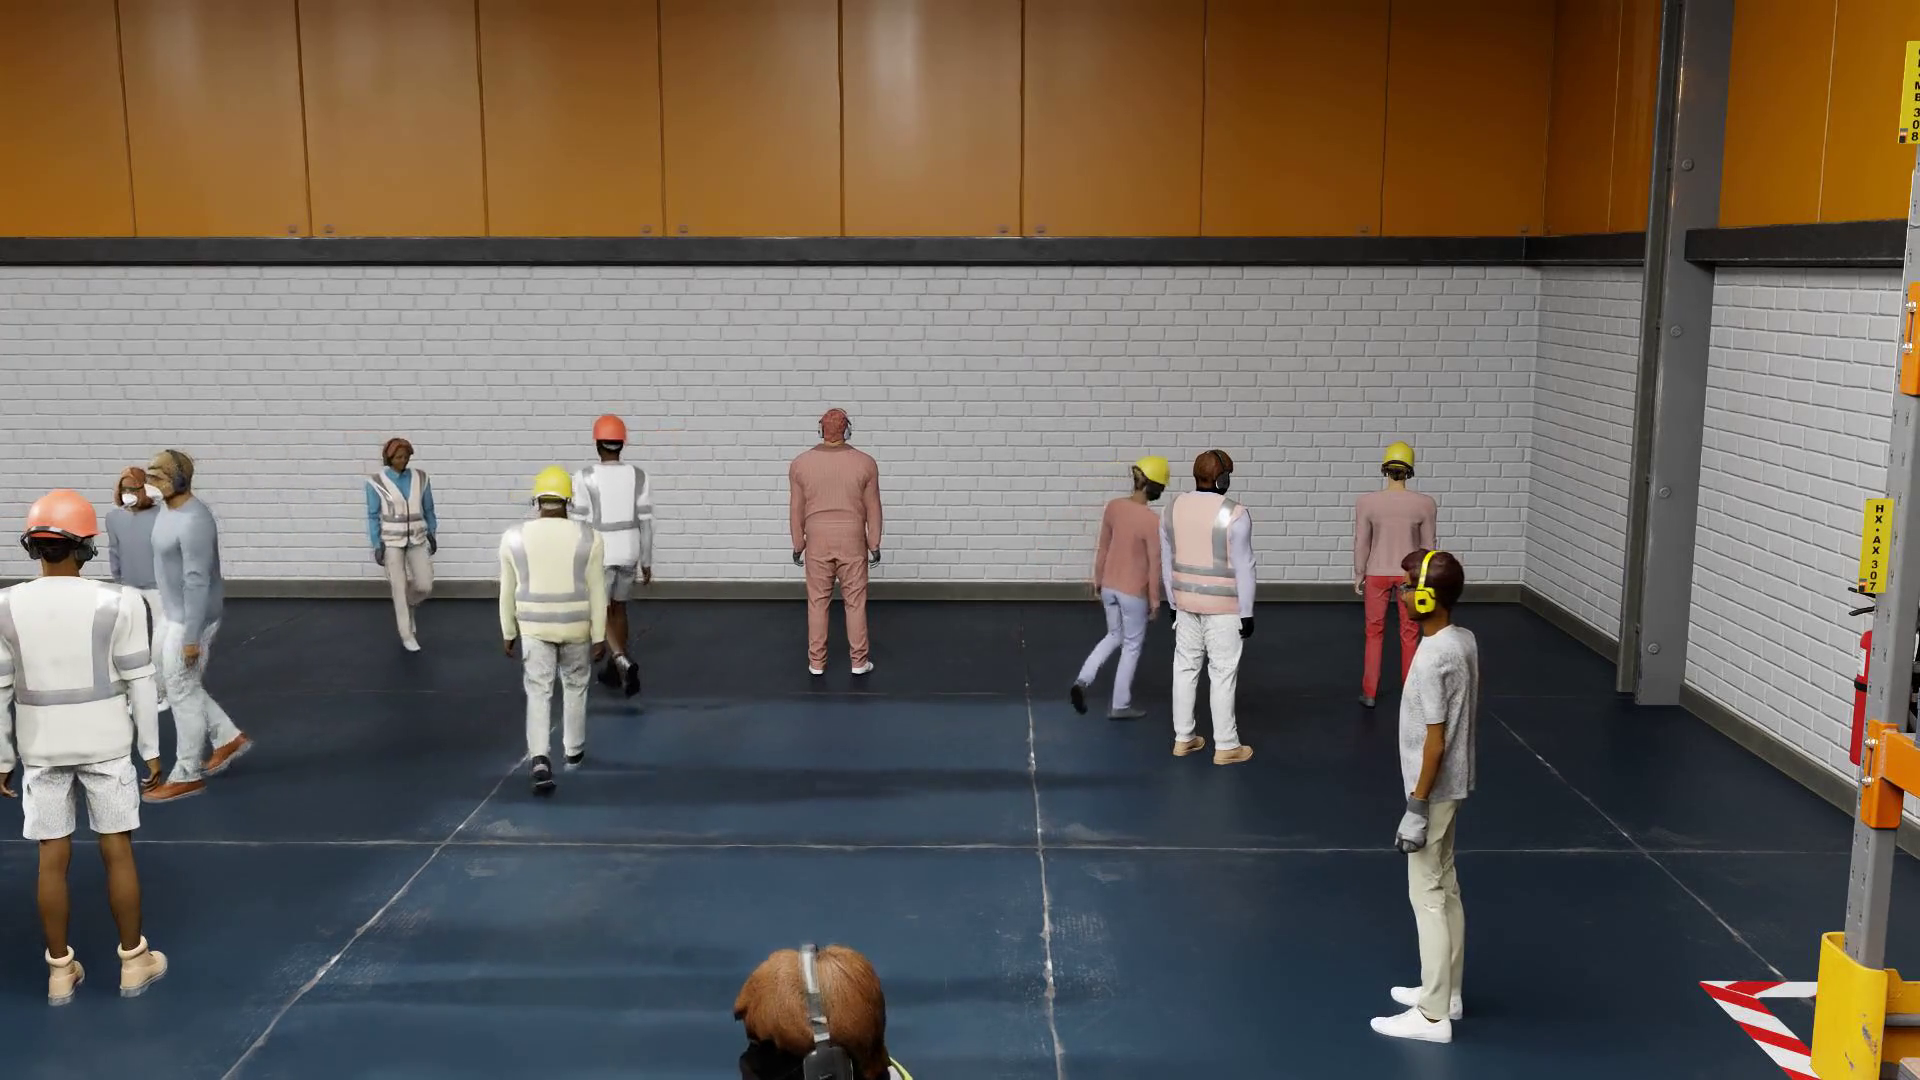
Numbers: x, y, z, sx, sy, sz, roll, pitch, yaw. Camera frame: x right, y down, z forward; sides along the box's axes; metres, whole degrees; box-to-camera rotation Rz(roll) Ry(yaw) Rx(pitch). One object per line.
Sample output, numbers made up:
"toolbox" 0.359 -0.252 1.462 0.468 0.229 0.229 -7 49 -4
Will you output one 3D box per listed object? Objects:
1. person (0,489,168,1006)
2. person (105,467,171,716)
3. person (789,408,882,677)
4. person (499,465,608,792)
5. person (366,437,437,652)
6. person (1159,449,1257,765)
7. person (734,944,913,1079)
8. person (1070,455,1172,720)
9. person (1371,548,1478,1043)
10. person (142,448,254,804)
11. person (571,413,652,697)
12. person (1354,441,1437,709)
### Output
"person" -3.495 0.813 6.595 0.614 2.041 0.393 -2 10 -14
"person" -5.262 0.339 10.706 0.503 1.614 0.499 0 9 1
"person" -0.871 0.021 11.746 0.651 1.906 0.409 0 9 1
"person" -2.271 0.482 9.302 0.597 1.801 0.848 -1 10 -8
"person" -4.227 0.022 12.571 0.537 1.622 0.439 -8 13 -41
"person" 1.469 0.388 9.746 0.627 1.844 0.429 8 13 41
"person" -0.204 1.554 2.803 0.429 1.833 0.630 -1 10 -7
"person" 1.035 0.322 10.479 0.563 1.723 0.589 -7 12 -36
"person" 1.767 0.957 6.266 0.311 1.865 0.532 5 11 30
"person" -4.243 0.454 9.094 0.558 1.926 0.671 -7 12 -35
"person" -2.313 0.109 11.208 0.556 1.912 0.827 -6 11 -31
"person" 2.834 0.238 10.872 0.526 1.768 0.314 2 10 12
